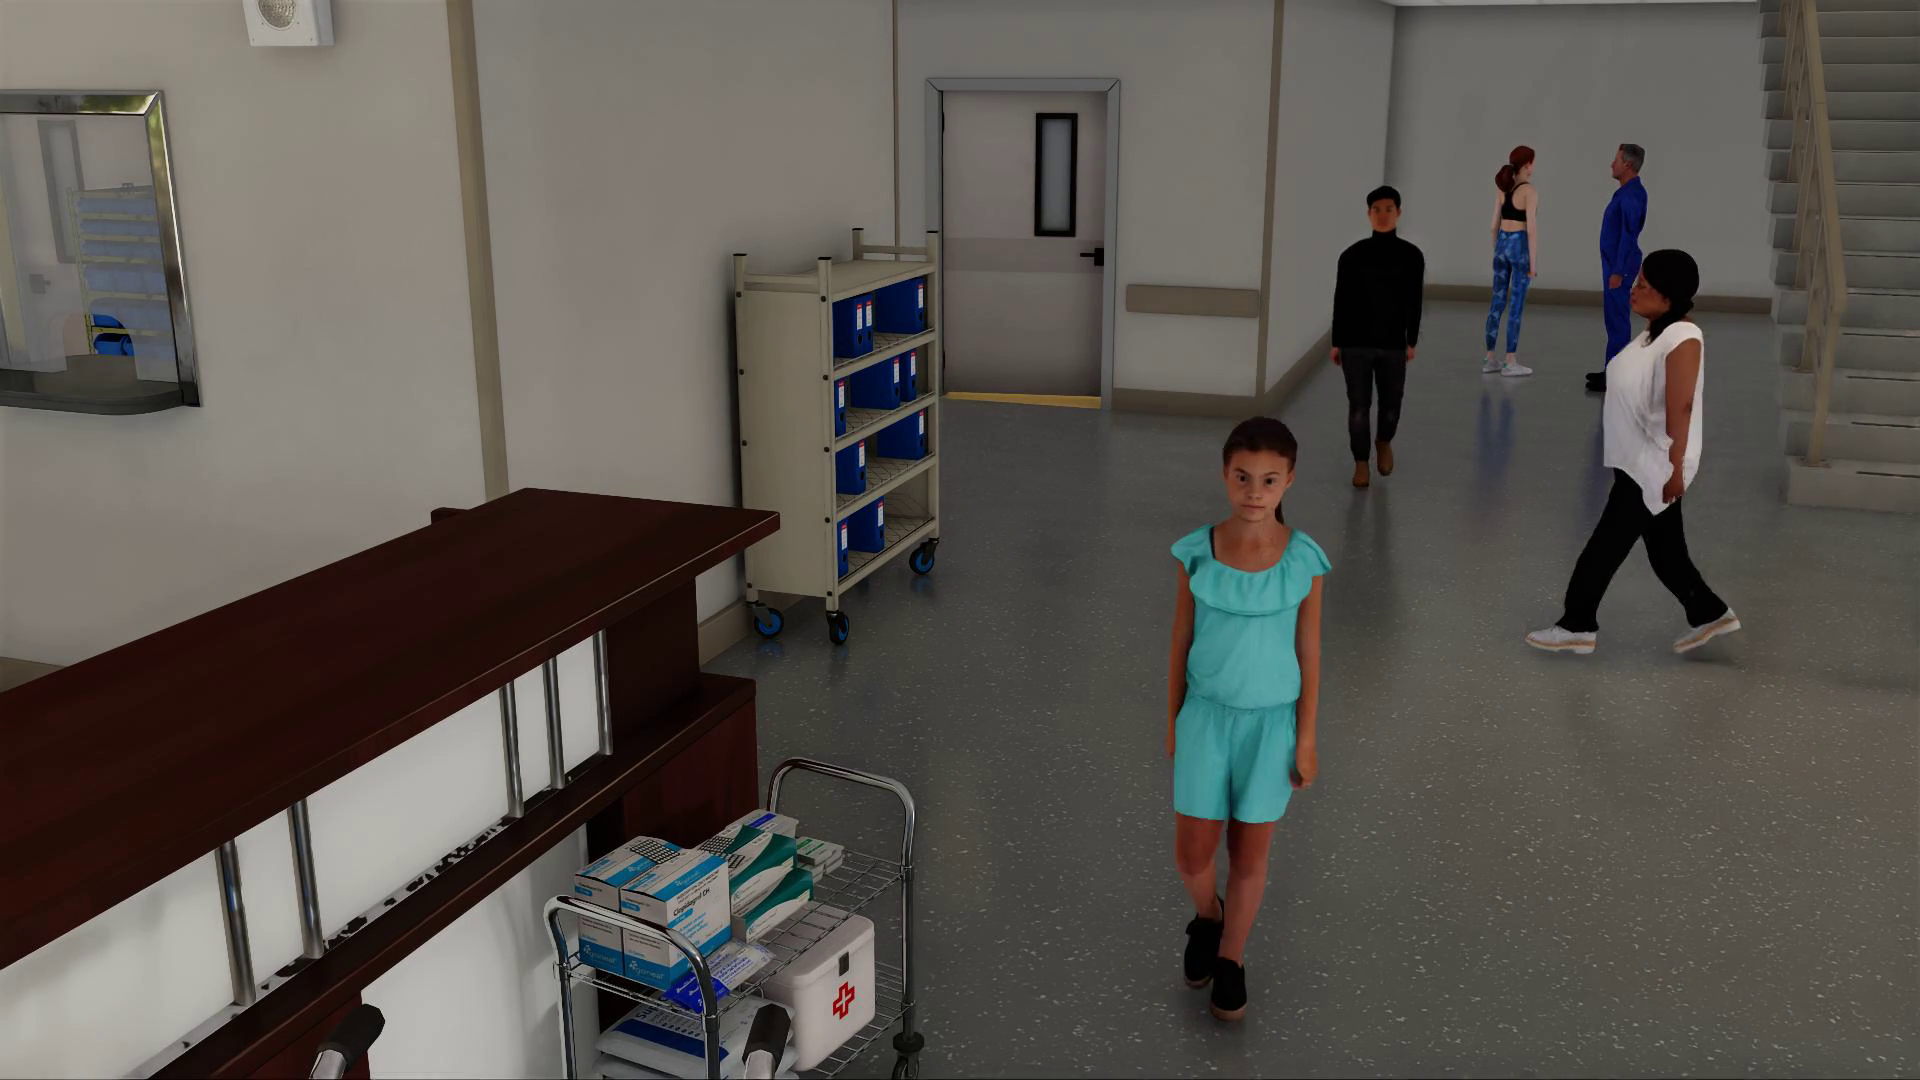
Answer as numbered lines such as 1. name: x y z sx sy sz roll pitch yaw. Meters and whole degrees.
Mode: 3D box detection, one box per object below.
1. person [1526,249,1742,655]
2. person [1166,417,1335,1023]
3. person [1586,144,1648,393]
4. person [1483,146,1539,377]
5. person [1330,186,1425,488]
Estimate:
1. person: 2.824 -0.308 6.669 0.752 1.659 1.003 5 16 16
2. person: 0.723 0.438 4.221 0.571 1.550 0.608 4 16 14
3. person: 4.995 -2.055 12.552 0.775 1.828 0.465 6 17 20
4. person: 4.379 -2.208 13.177 0.723 1.784 0.672 -9 18 -29
5. person: 2.406 -1.175 9.647 0.665 1.711 0.696 4 16 14
